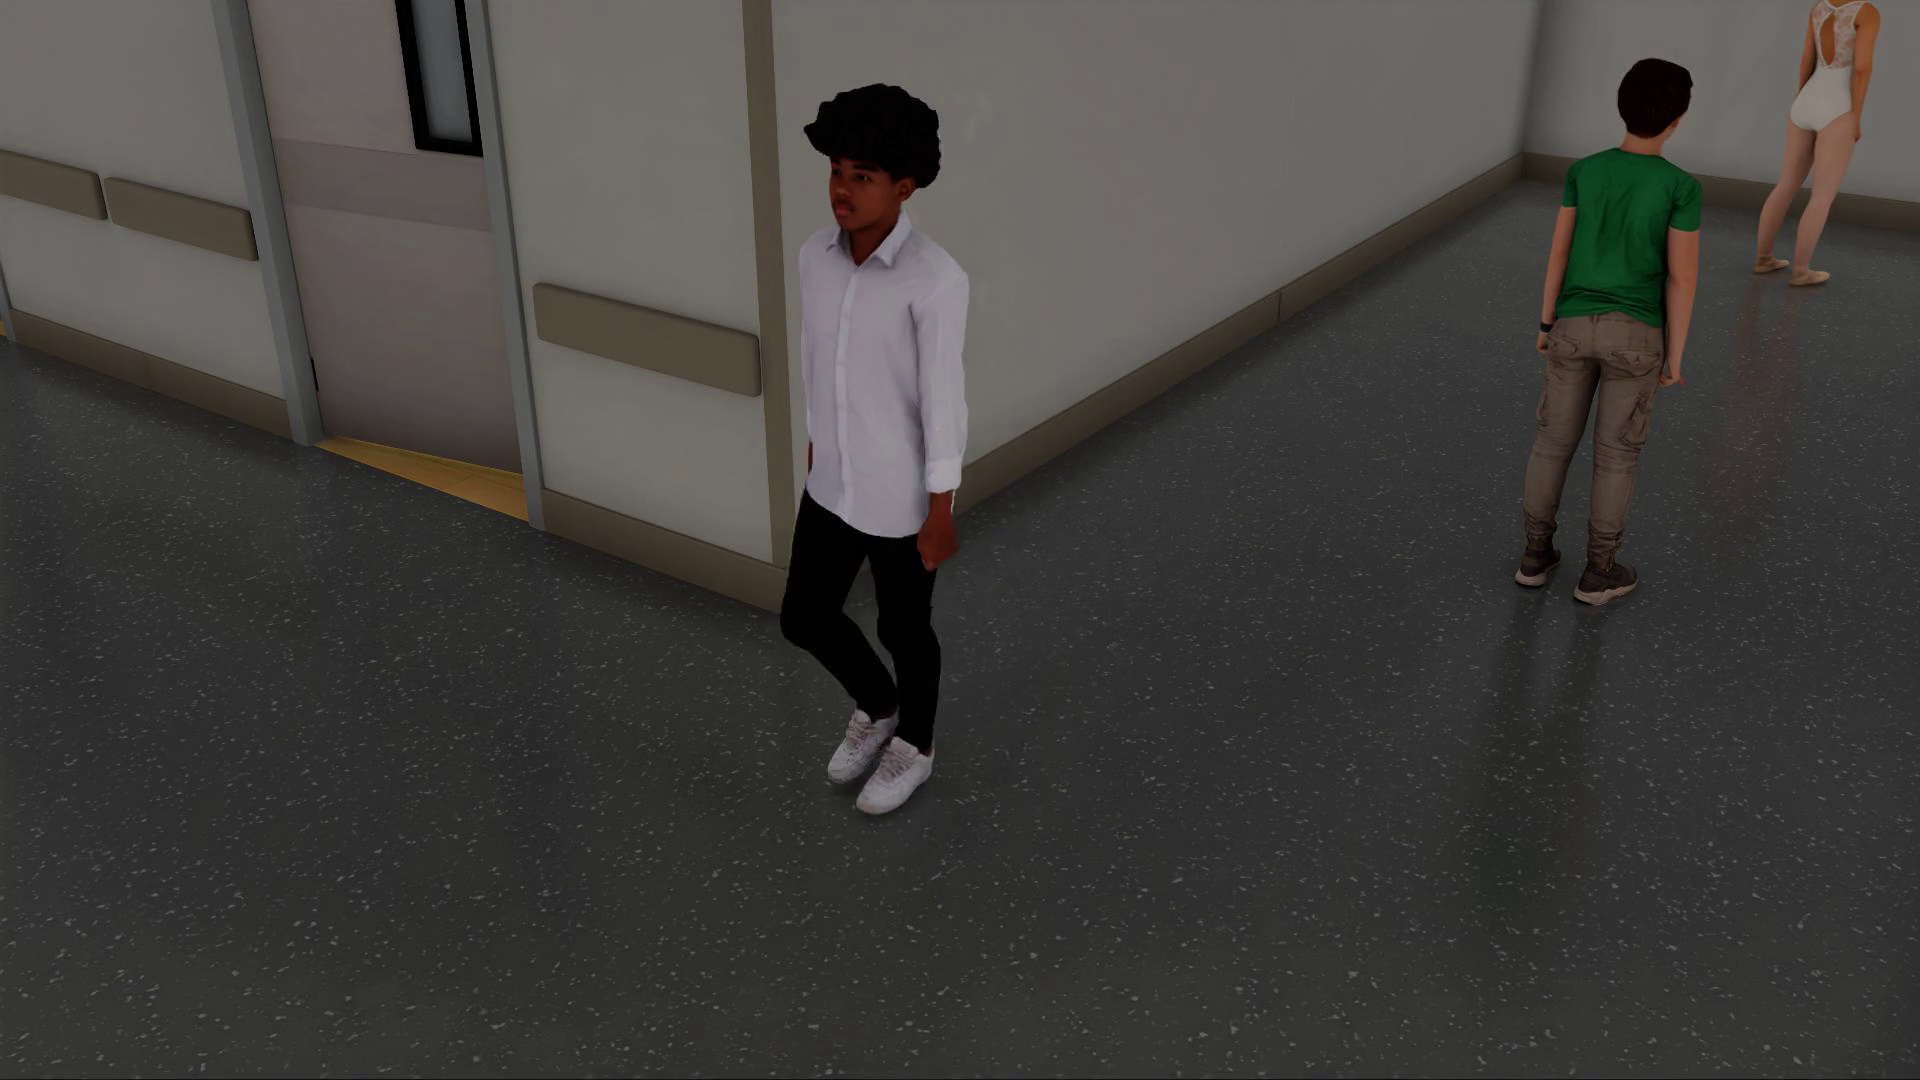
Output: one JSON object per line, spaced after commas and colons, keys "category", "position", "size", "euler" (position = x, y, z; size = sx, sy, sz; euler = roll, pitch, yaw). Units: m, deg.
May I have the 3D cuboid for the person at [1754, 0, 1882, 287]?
{"category": "person", "position": [4.182, -2.063, 8.053], "size": [0.635, 1.643, 0.601], "euler": [-8, 27, -16]}

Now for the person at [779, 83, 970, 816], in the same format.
{"category": "person", "position": [-0.145, -0.182, 3.977], "size": [0.653, 1.796, 0.612], "euler": [19, 31, 33]}

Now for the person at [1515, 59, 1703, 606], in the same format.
{"category": "person", "position": [1.958, -0.612, 5.034], "size": [0.609, 1.652, 0.540], "euler": [20, 32, 35]}
